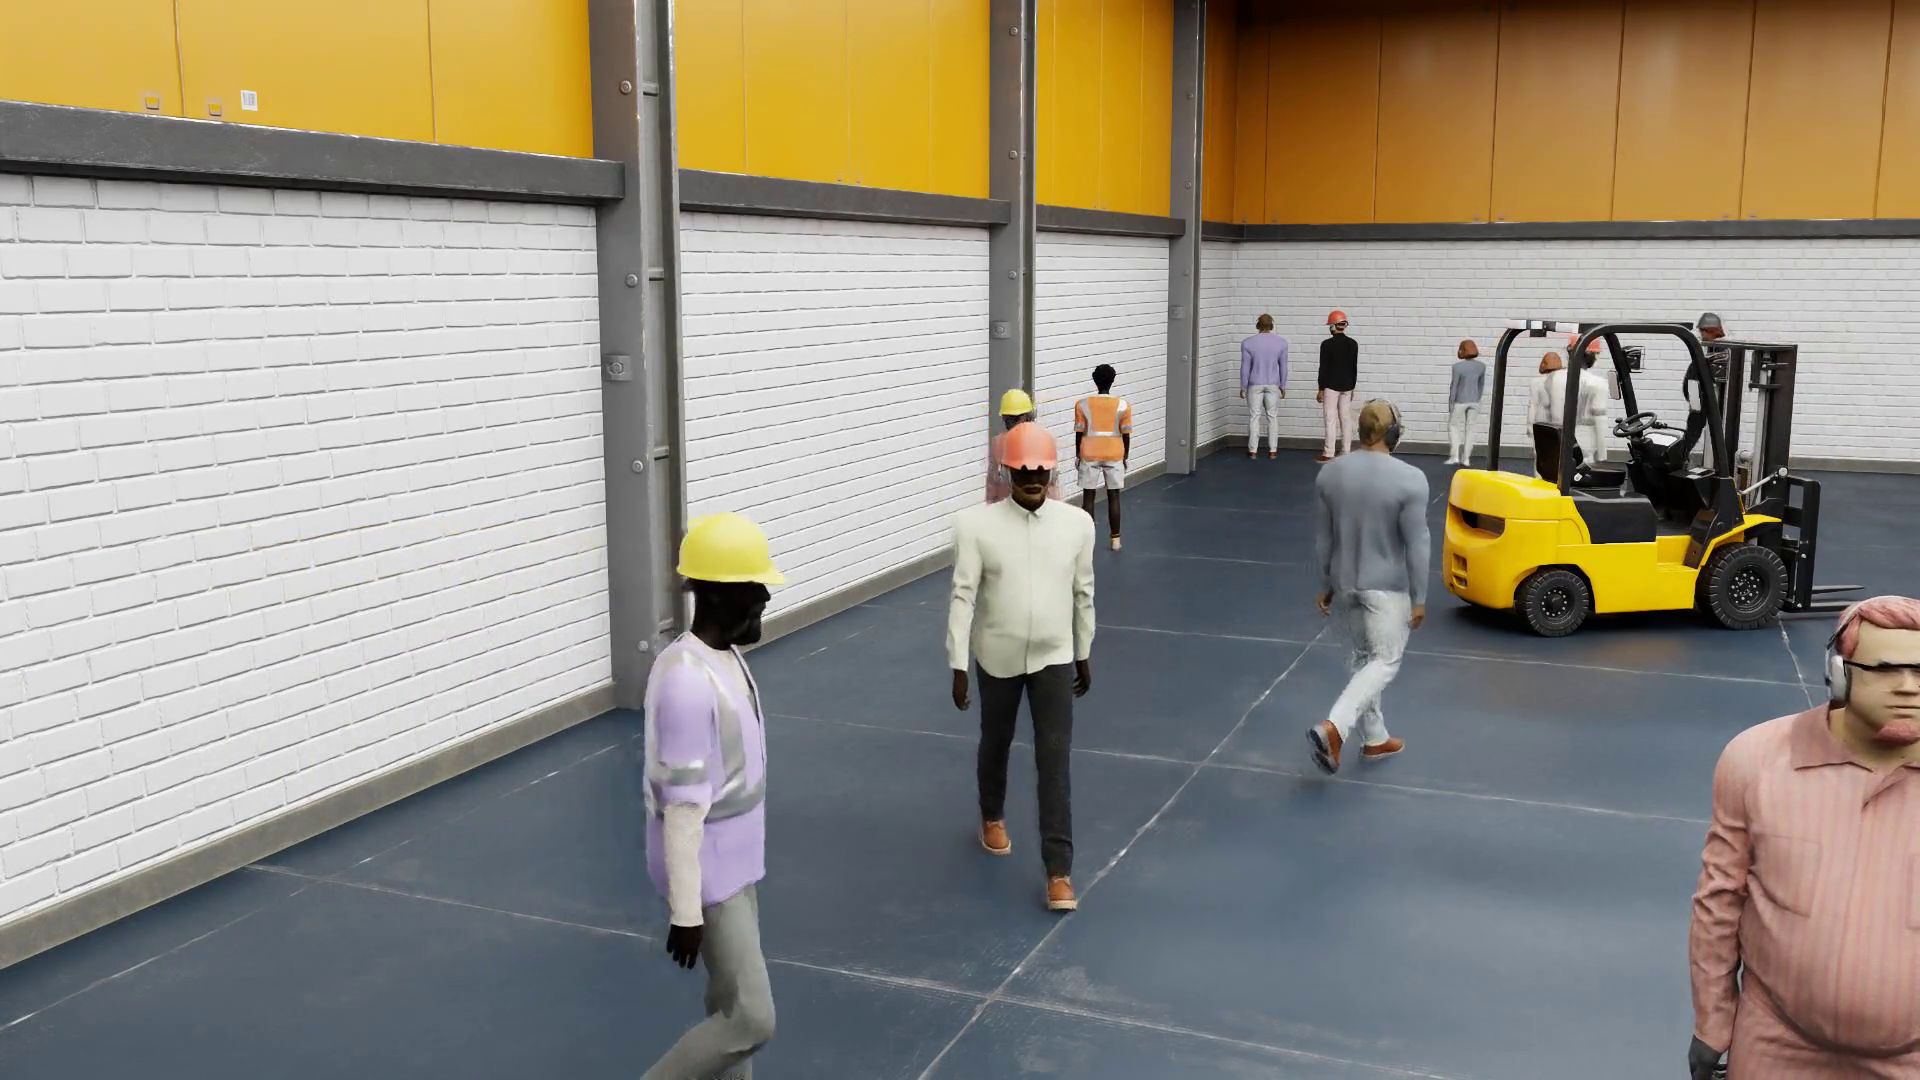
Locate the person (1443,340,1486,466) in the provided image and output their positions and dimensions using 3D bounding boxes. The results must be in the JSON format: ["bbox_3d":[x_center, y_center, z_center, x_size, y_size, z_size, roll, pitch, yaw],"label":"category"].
[{"bbox_3d":[6.454,-1.743,21.253,0.522,1.632,0.345,-3,10,-16],"label":"person"}]

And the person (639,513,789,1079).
[{"bbox_3d":[-0.688,0.874,4.502,0.480,1.914,0.595,0,9,1],"label":"person"}]

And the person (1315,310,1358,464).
[{"bbox_3d":[4.890,-1.982,21.618,0.613,1.988,0.402,-5,11,-30],"label":"person"}]

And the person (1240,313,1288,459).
[{"bbox_3d":[4.030,-2.038,22.100,0.635,1.938,0.359,0,9,-1],"label":"person"}]

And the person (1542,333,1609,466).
[{"bbox_3d":[5.271,-0.794,14.301,0.485,2.024,0.628,-6,11,-33],"label":"person"}]

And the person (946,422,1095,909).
[{"bbox_3d":[0.253,0.466,6.942,0.648,1.944,1.038,-1,9,-9],"label":"person"}]

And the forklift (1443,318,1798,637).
[{"bbox_3d":[4.706,-0.497,11.990,2.313,2.155,1.214,-2,10,-10],"label":"forklift"}]

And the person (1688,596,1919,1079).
[{"bbox_3d":[1.844,1.053,3.451,0.641,1.913,0.407,5,11,29],"label":"person"}]

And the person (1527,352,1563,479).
[{"bbox_3d":[6.476,-1.249,18.276,0.497,1.627,0.287,-1,9,-4],"label":"person"}]

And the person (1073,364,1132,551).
[{"bbox_3d":[1.284,-0.739,14.987,0.530,1.689,0.321,0,9,1],"label":"person"}]

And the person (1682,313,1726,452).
[{"bbox_3d":[8.933,-1.766,20.141,0.976,2.000,0.708,5,11,27],"label":"person"}]

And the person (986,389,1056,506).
[{"bbox_3d":[0.438,-0.171,11.366,0.523,1.746,0.514,8,12,38],"label":"person"}]

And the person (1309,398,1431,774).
[{"bbox_3d":[2.036,0.241,8.383,0.813,1.915,0.635,-8,12,-41],"label":"person"}]
